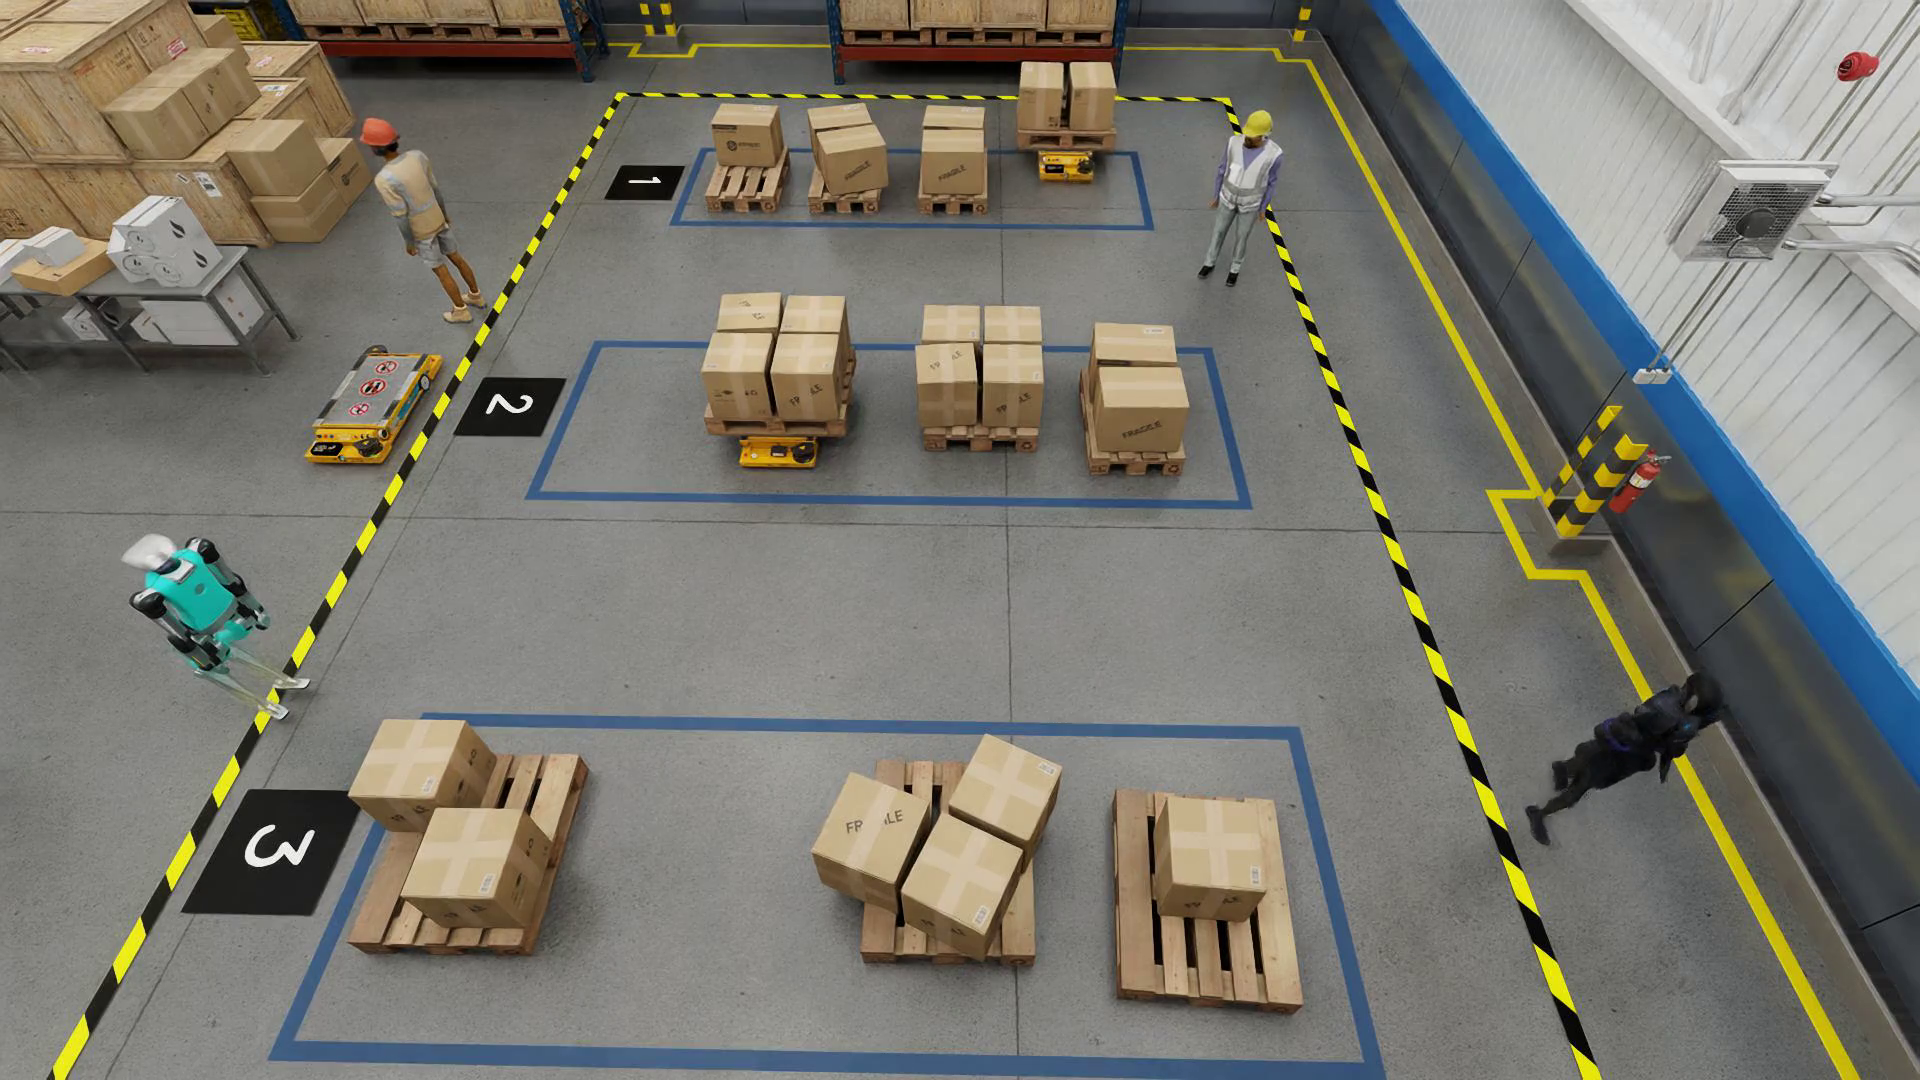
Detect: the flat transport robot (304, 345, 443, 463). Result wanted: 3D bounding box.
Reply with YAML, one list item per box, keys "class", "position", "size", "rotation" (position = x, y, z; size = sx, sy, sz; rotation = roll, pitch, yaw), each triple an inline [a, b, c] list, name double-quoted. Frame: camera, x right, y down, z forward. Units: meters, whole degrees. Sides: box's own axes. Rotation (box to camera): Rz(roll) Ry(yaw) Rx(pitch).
- class: "flat transport robot"
  position: [-5.383, -1.269, 8.441]
  size: [0.659, 0.231, 1.431]
  rotation: [1, 50, 1]

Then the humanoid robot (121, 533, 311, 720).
- class: "humanoid robot"
  position: [-4.849, 0.546, 5.855]
  size: [0.735, 1.677, 0.533]
  rotation: [9, 50, 8]

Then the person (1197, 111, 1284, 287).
- class: "person"
  position: [2.833, -3.428, 9.248]
  size: [0.590, 1.823, 0.404]
  rotation: [24, 54, 19]

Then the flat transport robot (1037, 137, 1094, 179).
- class: "flat transport robot"
  position: [1.307, -5.008, 11.586]
  size: [0.652, 0.197, 1.431]
  rotation: [1, 50, 1]

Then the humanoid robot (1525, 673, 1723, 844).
- class: "humanoid robot"
  position: [3.906, 1.216, 5.447]
  size: [0.610, 1.665, 0.471]
  rotation: [0, 50, 0]

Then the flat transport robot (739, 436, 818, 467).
- class: "flat transport robot"
  position: [-1.582, -1.235, 8.394]
  size: [0.652, 0.197, 1.431]
  rotation: [1, 50, 1]

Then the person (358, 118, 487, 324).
- class: "person"
  position: [-5.113, -3.006, 8.748]
  size: [0.366, 2.048, 0.606]
  rotation: [12, 51, 10]
